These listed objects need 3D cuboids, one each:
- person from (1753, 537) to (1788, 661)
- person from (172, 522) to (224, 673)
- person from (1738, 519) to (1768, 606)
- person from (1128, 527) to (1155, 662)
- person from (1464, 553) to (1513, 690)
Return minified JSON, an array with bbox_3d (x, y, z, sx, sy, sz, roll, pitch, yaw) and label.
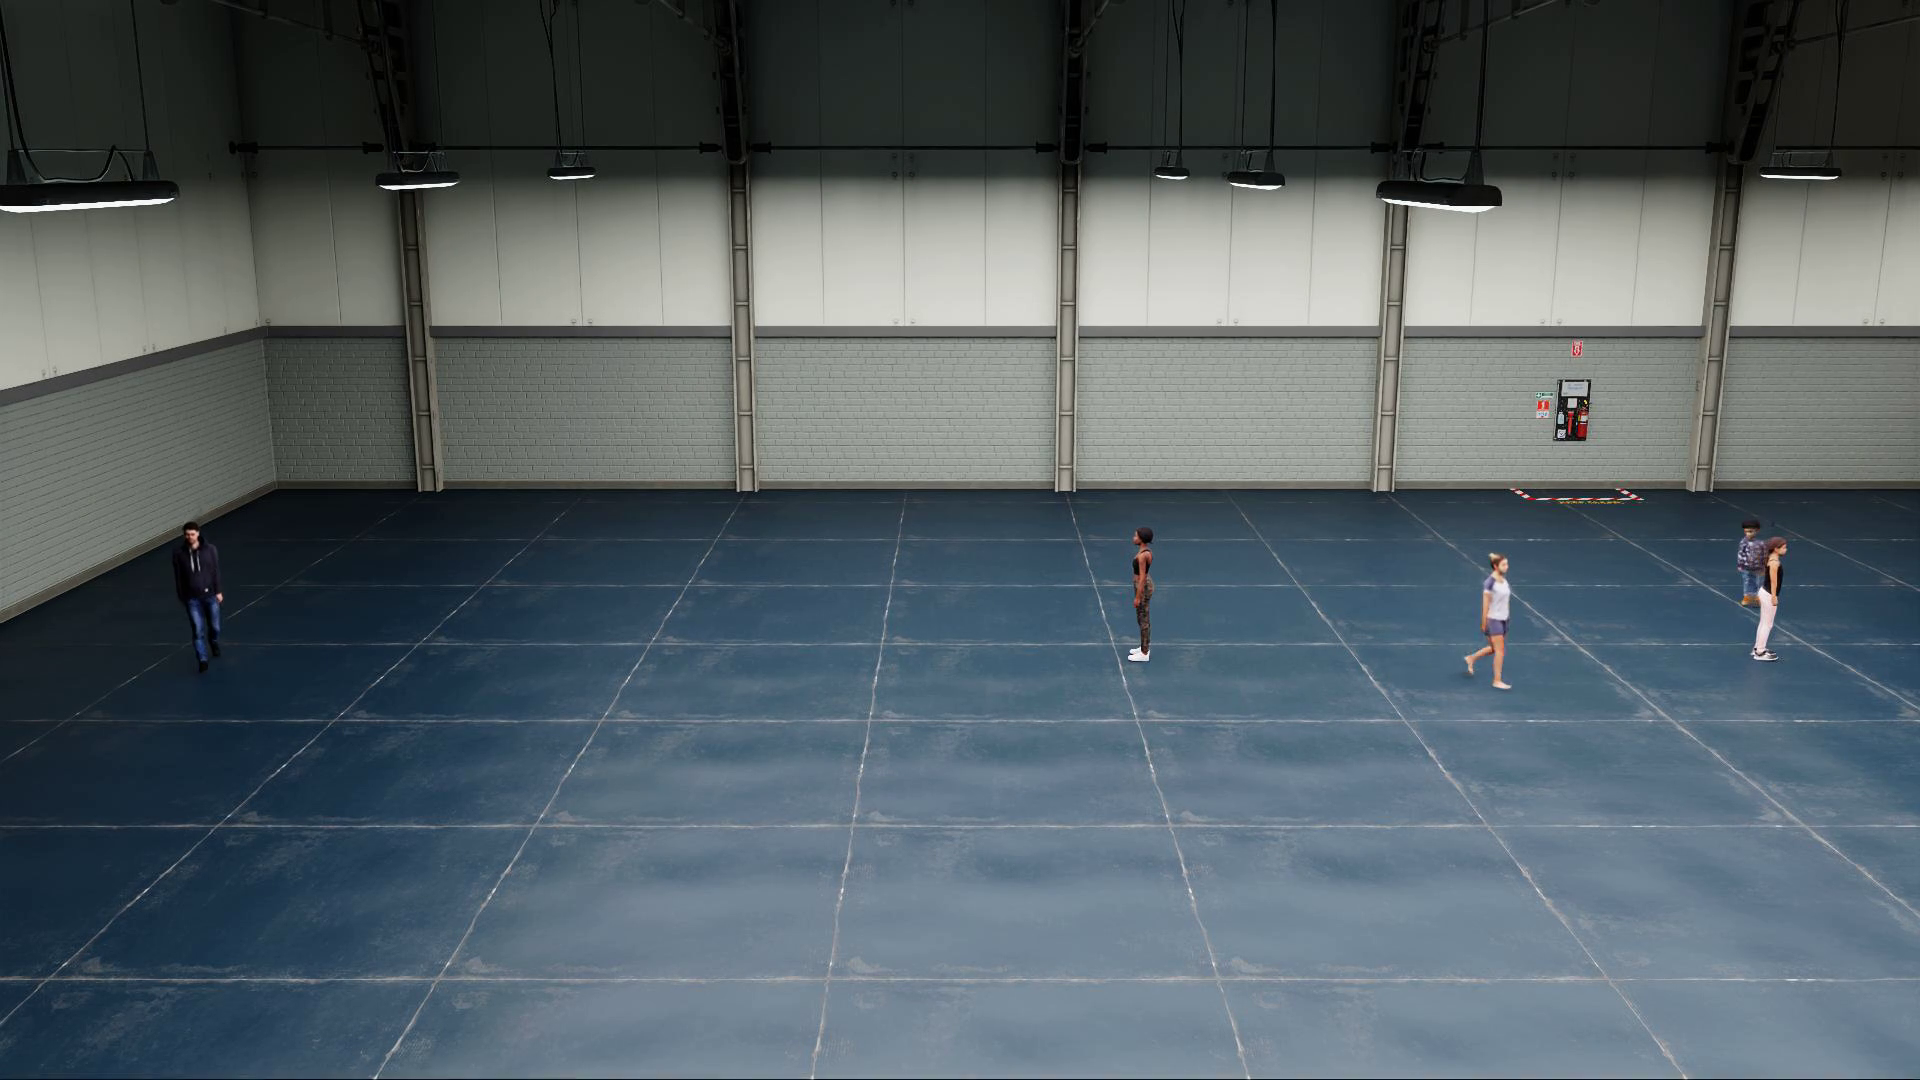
[{"bbox_3d":[10.126,0.714,20.807,0.579,1.563,0.559,4,14,16],"label":"person"},{"bbox_3d":[-9.282,0.662,20.347,0.972,1.871,0.938,-5,14,-22],"label":"person"},{"bbox_3d":[11.089,0.318,23.240,0.578,1.235,0.698,2,13,8],"label":"person"},{"bbox_3d":[2.279,0.658,20.744,0.586,1.700,0.621,3,13,12],"label":"person"},{"bbox_3d":[6.298,0.945,19.727,0.925,1.599,0.982,-12,18,-42],"label":"person"}]
